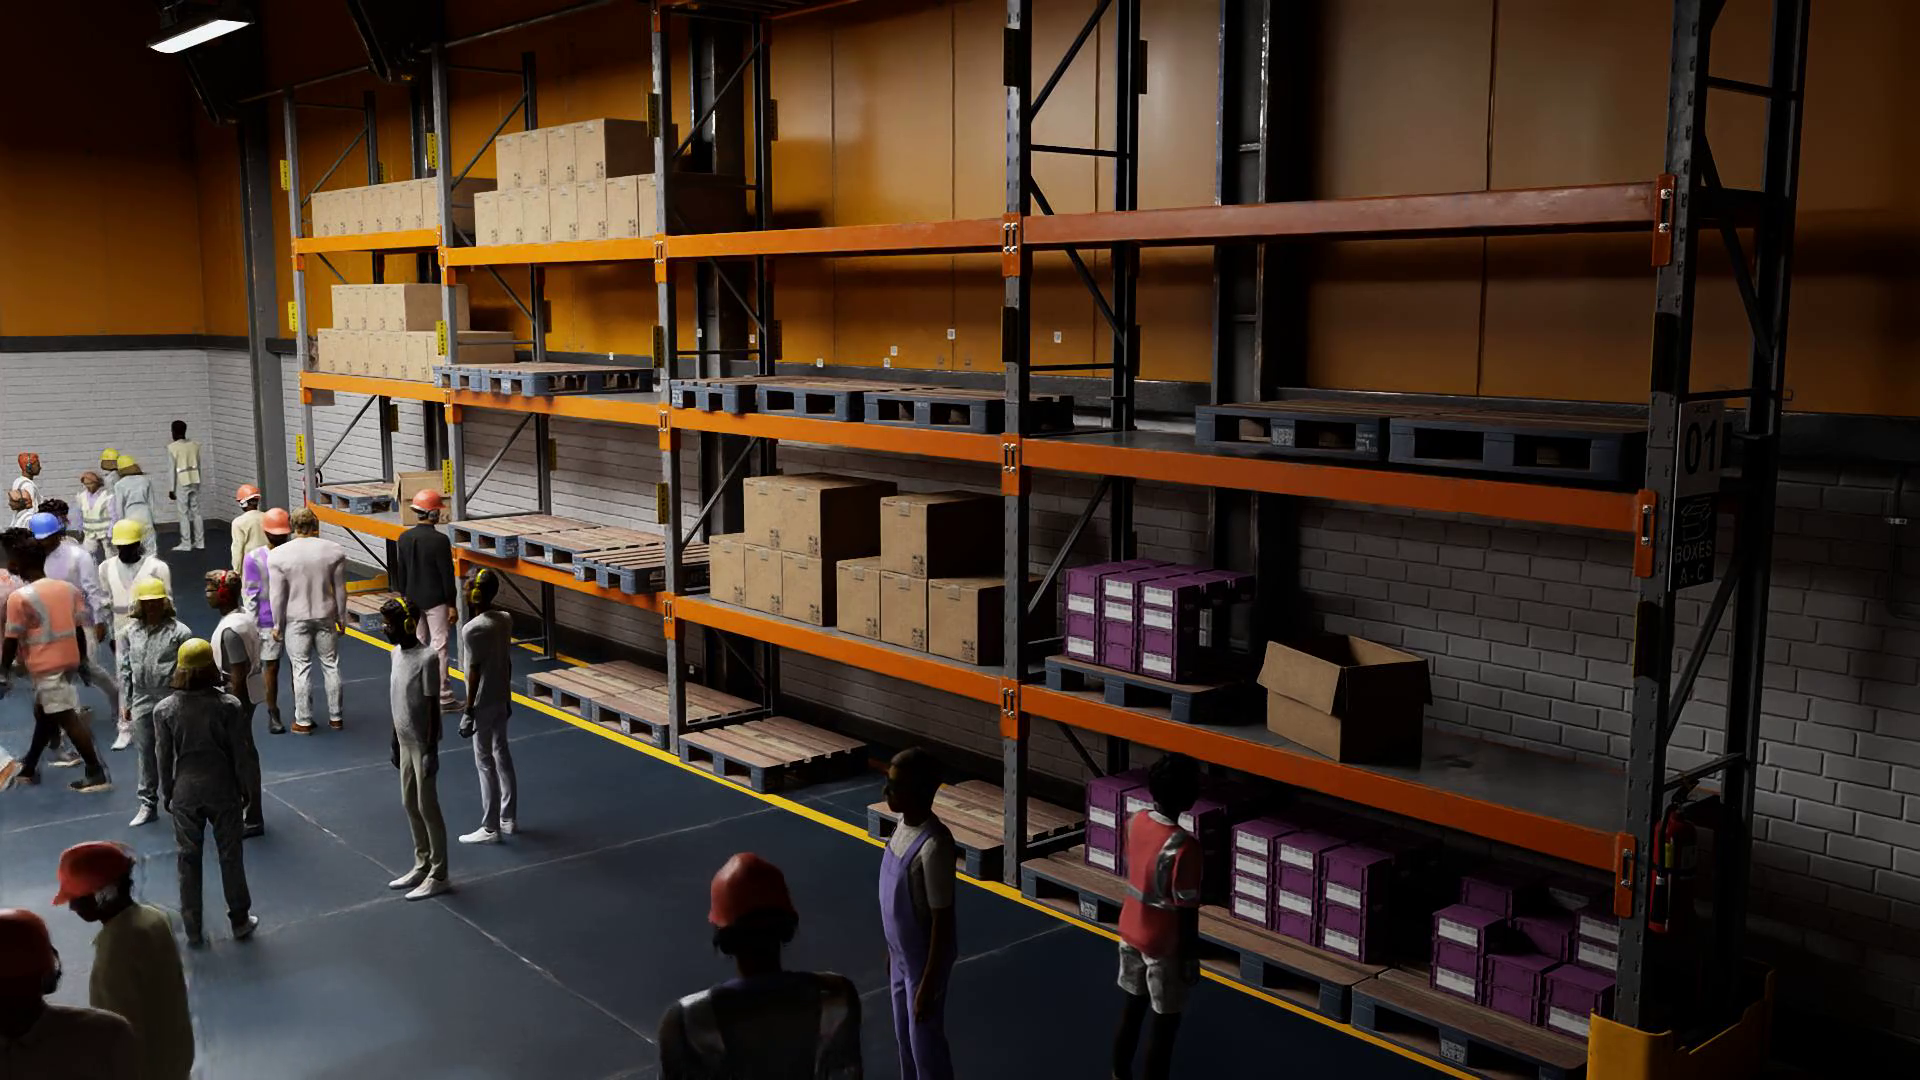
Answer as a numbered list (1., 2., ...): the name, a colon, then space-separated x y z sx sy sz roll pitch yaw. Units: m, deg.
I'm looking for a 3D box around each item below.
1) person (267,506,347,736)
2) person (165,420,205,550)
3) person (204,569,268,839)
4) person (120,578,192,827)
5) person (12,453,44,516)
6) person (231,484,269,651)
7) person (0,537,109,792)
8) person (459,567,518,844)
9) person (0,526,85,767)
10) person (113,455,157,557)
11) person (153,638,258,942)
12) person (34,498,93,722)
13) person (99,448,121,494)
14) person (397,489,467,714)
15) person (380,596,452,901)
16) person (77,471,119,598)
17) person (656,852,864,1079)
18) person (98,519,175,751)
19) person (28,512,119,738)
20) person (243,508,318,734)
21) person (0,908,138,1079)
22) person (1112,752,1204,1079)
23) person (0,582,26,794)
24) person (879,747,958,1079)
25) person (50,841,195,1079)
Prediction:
1. person: -5.473 0.681 13.985 0.629 1.934 0.378 -6 10 -34
2. person: -11.326 -0.796 24.329 0.384 1.915 0.591 3 9 22
3. person: -4.912 1.108 11.318 0.375 1.843 0.575 -3 9 -20
4. person: -5.575 1.123 11.564 0.487 1.746 0.285 -1 8 -6
5. person: -10.938 -0.091 19.564 0.350 1.878 0.567 -6 10 -38
6. person: -7.399 0.285 17.411 0.361 1.741 0.570 3 9 22
7. person: -6.800 0.931 12.370 1.019 1.906 0.611 1 8 7
8. person: -3.198 1.110 11.207 0.325 1.876 0.524 2 9 16
9. person: -7.398 0.839 13.000 1.042 1.915 0.610 3 9 17
10. person: -10.443 -0.223 21.103 0.508 1.699 0.653 -8 11 -44
11. person: -4.308 1.420 9.501 0.484 1.745 0.294 -2 8 -15
12. person: -7.842 0.606 14.450 0.381 1.956 0.602 2 8 13
13. person: -10.965 -0.318 21.582 0.295 1.743 0.493 -1 8 -7
14. person: -4.684 0.544 14.720 0.609 1.996 0.383 4 9 27
15. person: -3.354 1.264 10.220 0.528 1.856 0.337 8 11 43
16. person: -10.380 -0.039 20.052 0.579 1.613 0.459 1 8 4
17. person: -0.588 1.931 4.977 0.619 2.023 0.623 -3 9 -22
18. person: -6.824 0.733 13.879 0.596 1.882 1.023 -1 8 -5
19. person: -7.482 0.687 14.032 0.658 1.909 0.693 1 8 6
20. person: -5.726 0.680 14.046 0.550 1.923 0.391 -8 11 -42
21. person: -2.628 1.990 4.718 0.618 1.986 0.408 -4 9 -24
22. person: 0.890 1.764 7.332 0.322 1.685 0.547 -4 9 -24
23. person: -7.145 0.958 12.186 0.592 1.905 0.653 1 8 7
24. person: -0.190 1.751 6.854 0.345 1.847 0.508 -3 9 -20
25. person: -3.069 1.928 6.079 0.683 1.708 0.593 -1 8 -8
